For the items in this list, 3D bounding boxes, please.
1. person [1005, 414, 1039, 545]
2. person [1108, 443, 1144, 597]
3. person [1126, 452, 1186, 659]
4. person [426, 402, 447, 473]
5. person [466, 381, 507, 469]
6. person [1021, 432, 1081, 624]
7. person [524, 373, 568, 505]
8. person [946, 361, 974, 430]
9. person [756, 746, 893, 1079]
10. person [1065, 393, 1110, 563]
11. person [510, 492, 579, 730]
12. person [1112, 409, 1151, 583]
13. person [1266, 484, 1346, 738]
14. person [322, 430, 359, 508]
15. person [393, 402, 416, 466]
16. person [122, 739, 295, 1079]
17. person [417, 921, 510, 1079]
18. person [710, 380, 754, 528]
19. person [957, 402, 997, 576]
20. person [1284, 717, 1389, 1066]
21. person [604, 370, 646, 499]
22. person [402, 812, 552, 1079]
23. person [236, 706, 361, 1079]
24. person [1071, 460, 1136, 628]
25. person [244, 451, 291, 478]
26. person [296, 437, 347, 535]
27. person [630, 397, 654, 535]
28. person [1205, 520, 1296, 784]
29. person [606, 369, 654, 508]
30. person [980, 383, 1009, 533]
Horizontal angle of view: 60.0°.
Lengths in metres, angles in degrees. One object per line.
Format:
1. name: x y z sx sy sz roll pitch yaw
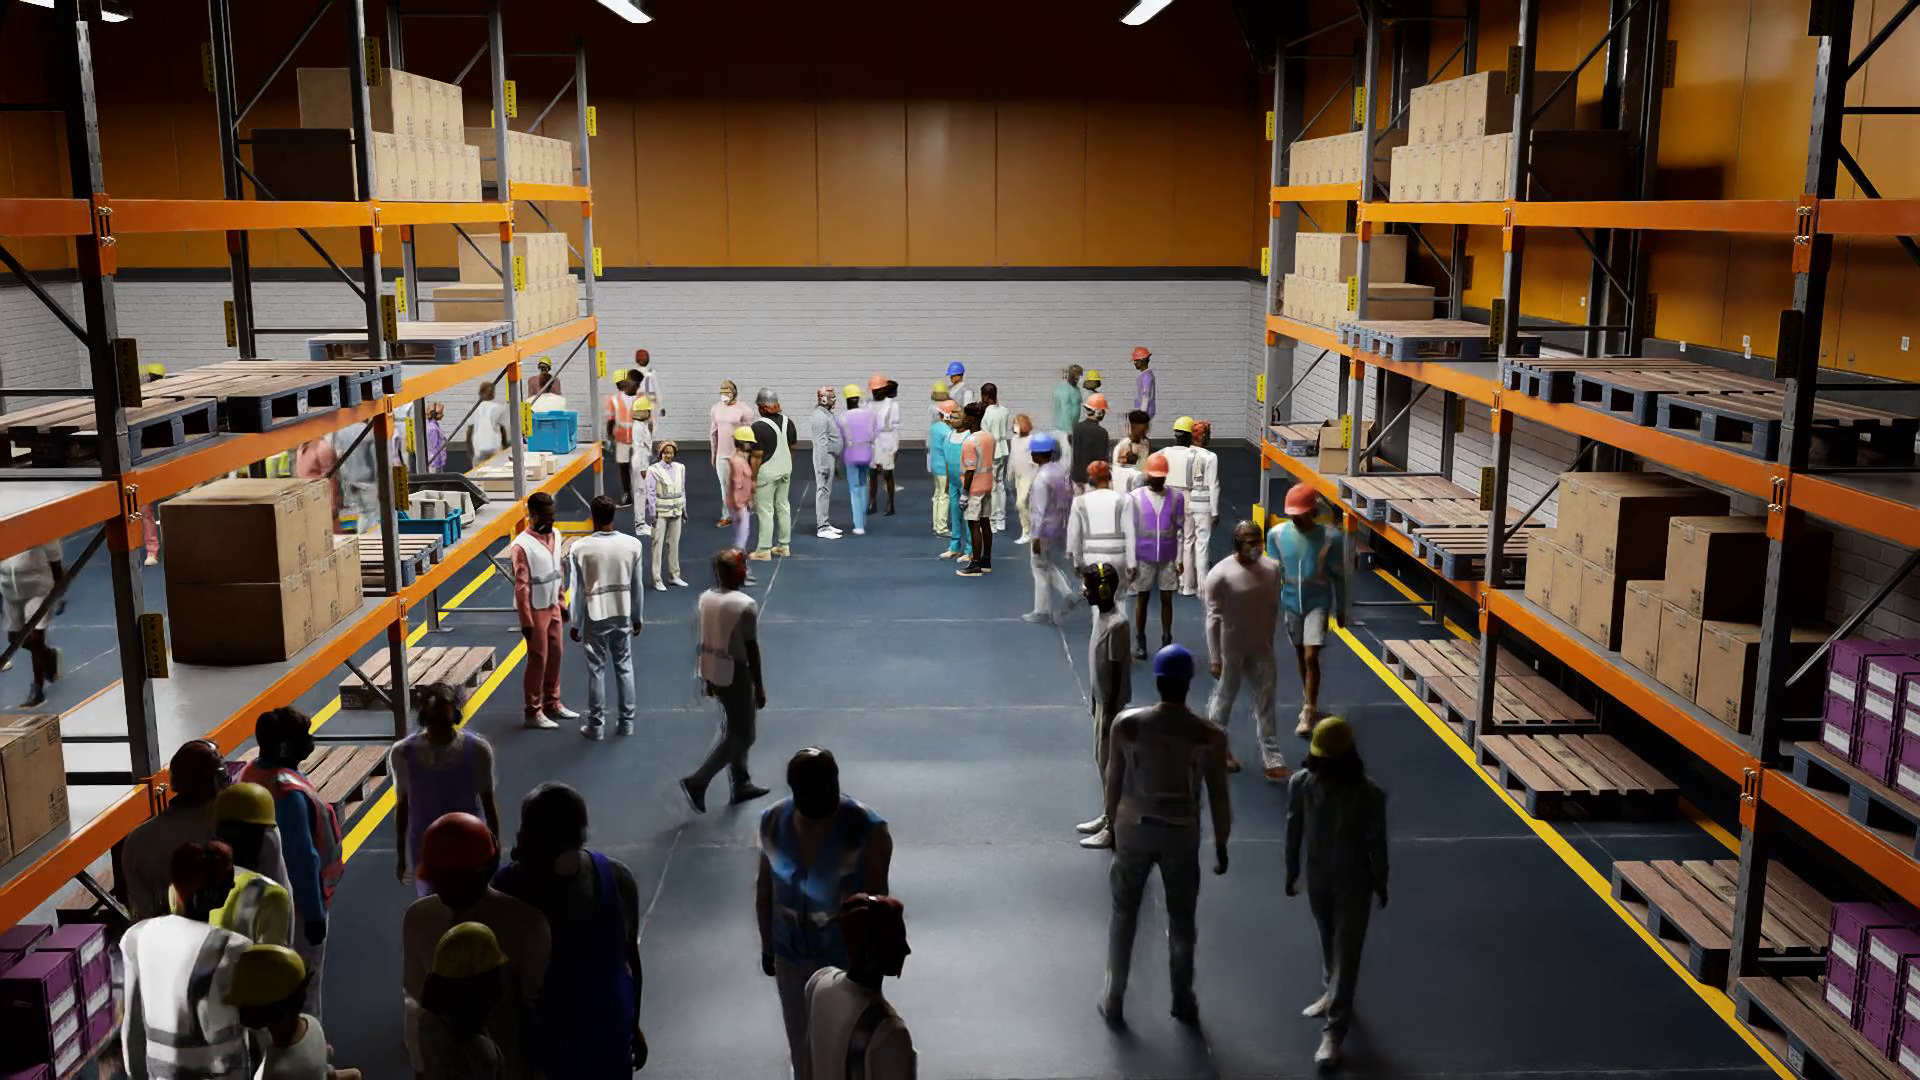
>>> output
1. person: 0.738 -0.740 20.385 0.452 1.616 0.533 -8 14 -33
2. person: 1.772 -0.217 17.739 0.314 1.636 0.514 -9 14 -38
3. person: 1.787 0.147 15.190 0.549 1.927 0.393 -1 11 -3
4. person: -6.780 -0.968 21.516 0.321 1.631 0.527 -4 12 -21
5. person: -6.373 -1.205 22.274 0.617 1.820 0.368 -2 12 -11
6. person: 0.870 -0.107 16.434 0.487 1.932 0.636 4 12 20
7. person: -5.646 -1.318 22.591 0.688 1.895 0.491 -4 12 -20
8. person: -0.027 -1.606 23.952 0.416 1.939 0.605 -7 13 -30
9. person: -0.602 1.779 7.254 0.624 1.832 0.430 3 12 15
10. person: 1.538 -0.724 19.438 0.439 1.980 0.631 -8 14 -33
11. person: -3.336 0.552 13.208 0.386 1.904 0.603 4 12 18
12. person: 1.899 -0.482 18.300 0.538 1.937 0.686 9 15 39
13. person: 2.695 0.530 13.099 0.601 1.981 0.953 7 13 30
14. person: -8.235 -1.234 22.102 0.653 1.923 0.678 2 12 11
15. person: -8.155 -1.596 24.533 0.536 1.690 0.323 3 12 14
16. person: -3.167 1.771 7.106 0.637 1.902 0.406 -3 12 -16
17. person: -1.657 2.138 5.692 0.323 1.737 0.486 -8 14 -36
18. person: -2.938 -1.095 21.404 0.630 1.932 0.362 5 12 25
19. person: 0.178 -0.574 18.693 0.366 1.967 0.603 6 13 28
20. person: 1.821 1.667 8.167 0.505 1.688 0.756 8 14 35
21. person: -4.659 -1.440 23.302 0.590 1.857 0.910 -5 12 -23
22. person: -1.762 1.934 6.085 0.617 1.986 0.408 3 12 14
23. person: -3.097 1.668 7.766 0.430 1.845 0.619 -9 14 -38
24. person: 1.293 0.206 15.093 0.608 1.840 0.585 2 11 11
25. person: -7.973 -0.516 19.189 0.547 1.634 0.895 -1 11 -4
26. person: -7.039 -0.413 18.161 0.703 1.863 0.758 9 15 39
27. person: -4.008 -0.937 21.080 0.296 1.745 0.485 -2 11 -9
28. person: 2.088 0.814 11.883 0.659 1.902 0.942 -5 12 -23
29. person: -4.545 -1.386 22.871 0.669 1.937 0.371 -1 11 -3
30. person: 0.418 -1.045 21.201 0.379 1.914 0.596 6 13 30
